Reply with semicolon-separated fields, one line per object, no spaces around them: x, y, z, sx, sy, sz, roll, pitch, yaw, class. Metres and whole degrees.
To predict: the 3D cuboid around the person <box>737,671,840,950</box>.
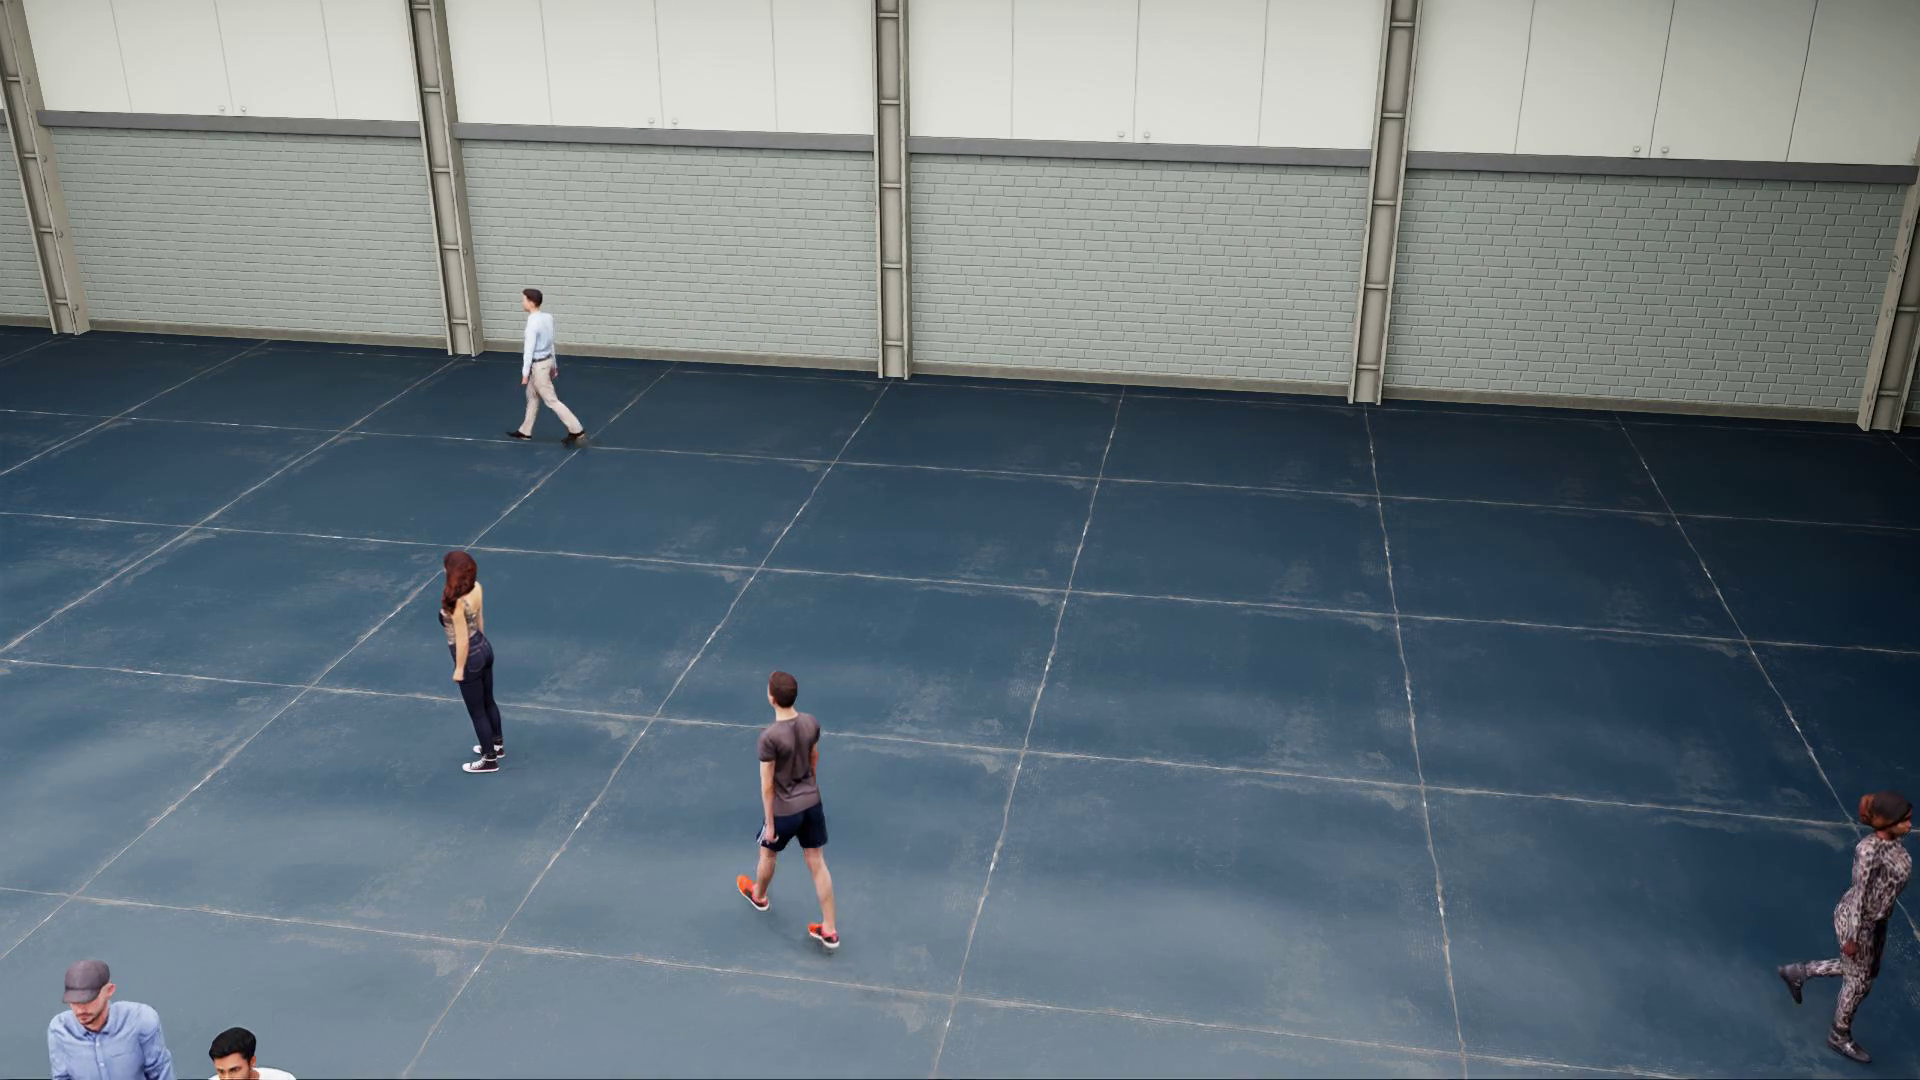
-0.982;1.722;10.355;1.113;1.803;1.252;-20;30;-39;person

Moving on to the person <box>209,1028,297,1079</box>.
-3.181;2.930;7.605;0.613;1.732;0.774;-6;24;-13;person

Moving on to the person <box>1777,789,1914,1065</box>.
5.057;2.151;9.472;0.879;1.704;0.950;-16;28;-34;person

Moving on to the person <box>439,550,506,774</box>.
-3.611;0.890;12.354;0.545;1.769;0.617;2;23;5;person

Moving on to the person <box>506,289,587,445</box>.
-4.702;-1.928;18.933;1.209;1.806;0.652;3;23;8;person

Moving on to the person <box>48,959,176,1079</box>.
-3.964;2.710;7.944;0.883;1.871;0.905;-7;24;-15;person
